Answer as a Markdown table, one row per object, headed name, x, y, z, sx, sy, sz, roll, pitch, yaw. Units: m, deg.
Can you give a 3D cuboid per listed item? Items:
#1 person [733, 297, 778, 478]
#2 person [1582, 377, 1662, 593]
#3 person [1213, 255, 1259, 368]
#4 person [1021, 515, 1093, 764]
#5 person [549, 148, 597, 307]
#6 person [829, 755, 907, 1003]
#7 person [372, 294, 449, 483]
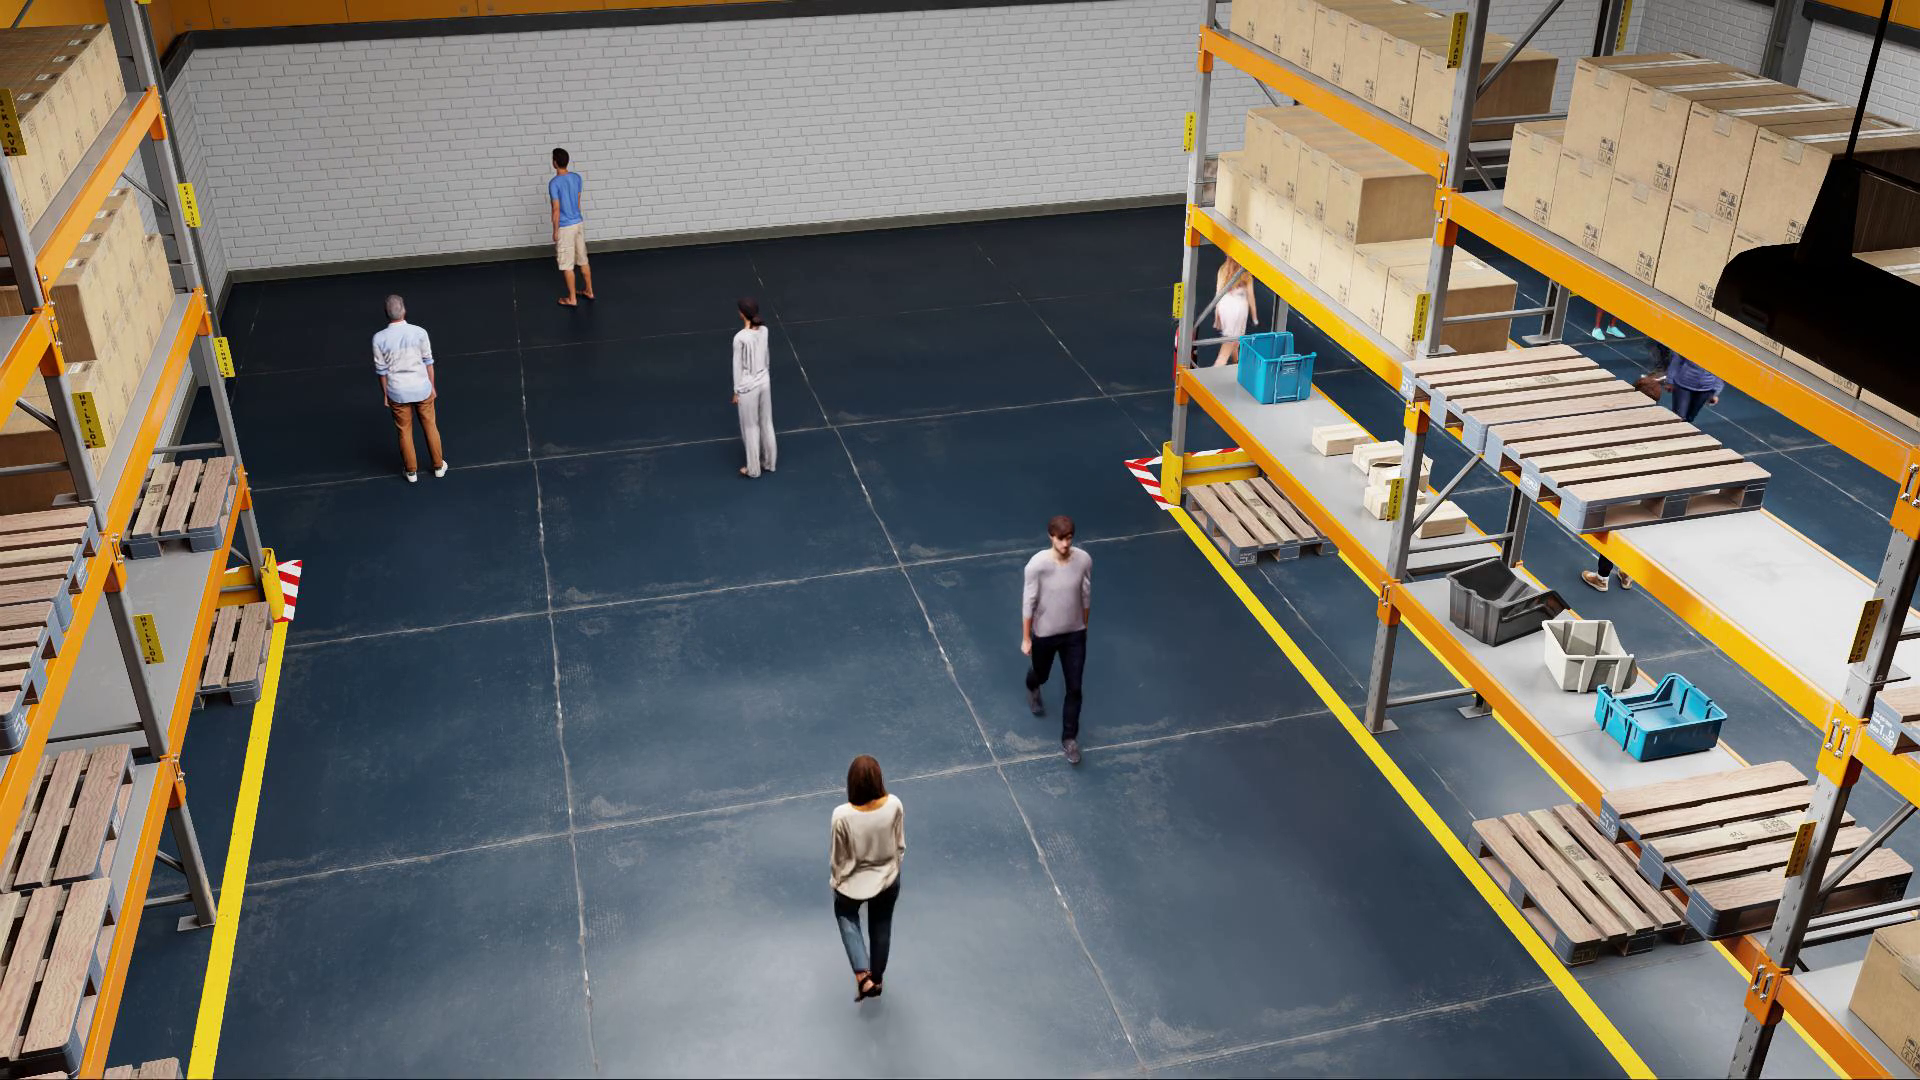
| name | x | y | z | sx | sy | sz | roll | pitch | yaw |
| --- | --- | --- | --- | --- | --- | --- | --- | --- | --- |
| person | -1.938 | -1.437 | 15.696 | 0.694 | 1.770 | 0.668 | 23 | 36 | 35 |
| person | 5.549 | -0.448 | 13.758 | 0.692 | 1.888 | 0.620 | -2 | 29 | -4 |
| person | 2.769 | -2.191 | 17.143 | 1.139 | 1.706 | 1.037 | 23 | 36 | 36 |
| person | 0.673 | 0.618 | 11.888 | 0.710 | 1.809 | 1.157 | -6 | 29 | -10 |
| person | -4.654 | -3.734 | 19.811 | 0.767 | 1.861 | 0.720 | 16 | 32 | 26 |
| person | -0.505 | 1.990 | 9.512 | 0.612 | 1.675 | 0.662 | -8 | 30 | -14 |
| person | -5.168 | -1.426 | 15.614 | 0.703 | 1.829 | 0.603 | -11 | 30 | -19 |
